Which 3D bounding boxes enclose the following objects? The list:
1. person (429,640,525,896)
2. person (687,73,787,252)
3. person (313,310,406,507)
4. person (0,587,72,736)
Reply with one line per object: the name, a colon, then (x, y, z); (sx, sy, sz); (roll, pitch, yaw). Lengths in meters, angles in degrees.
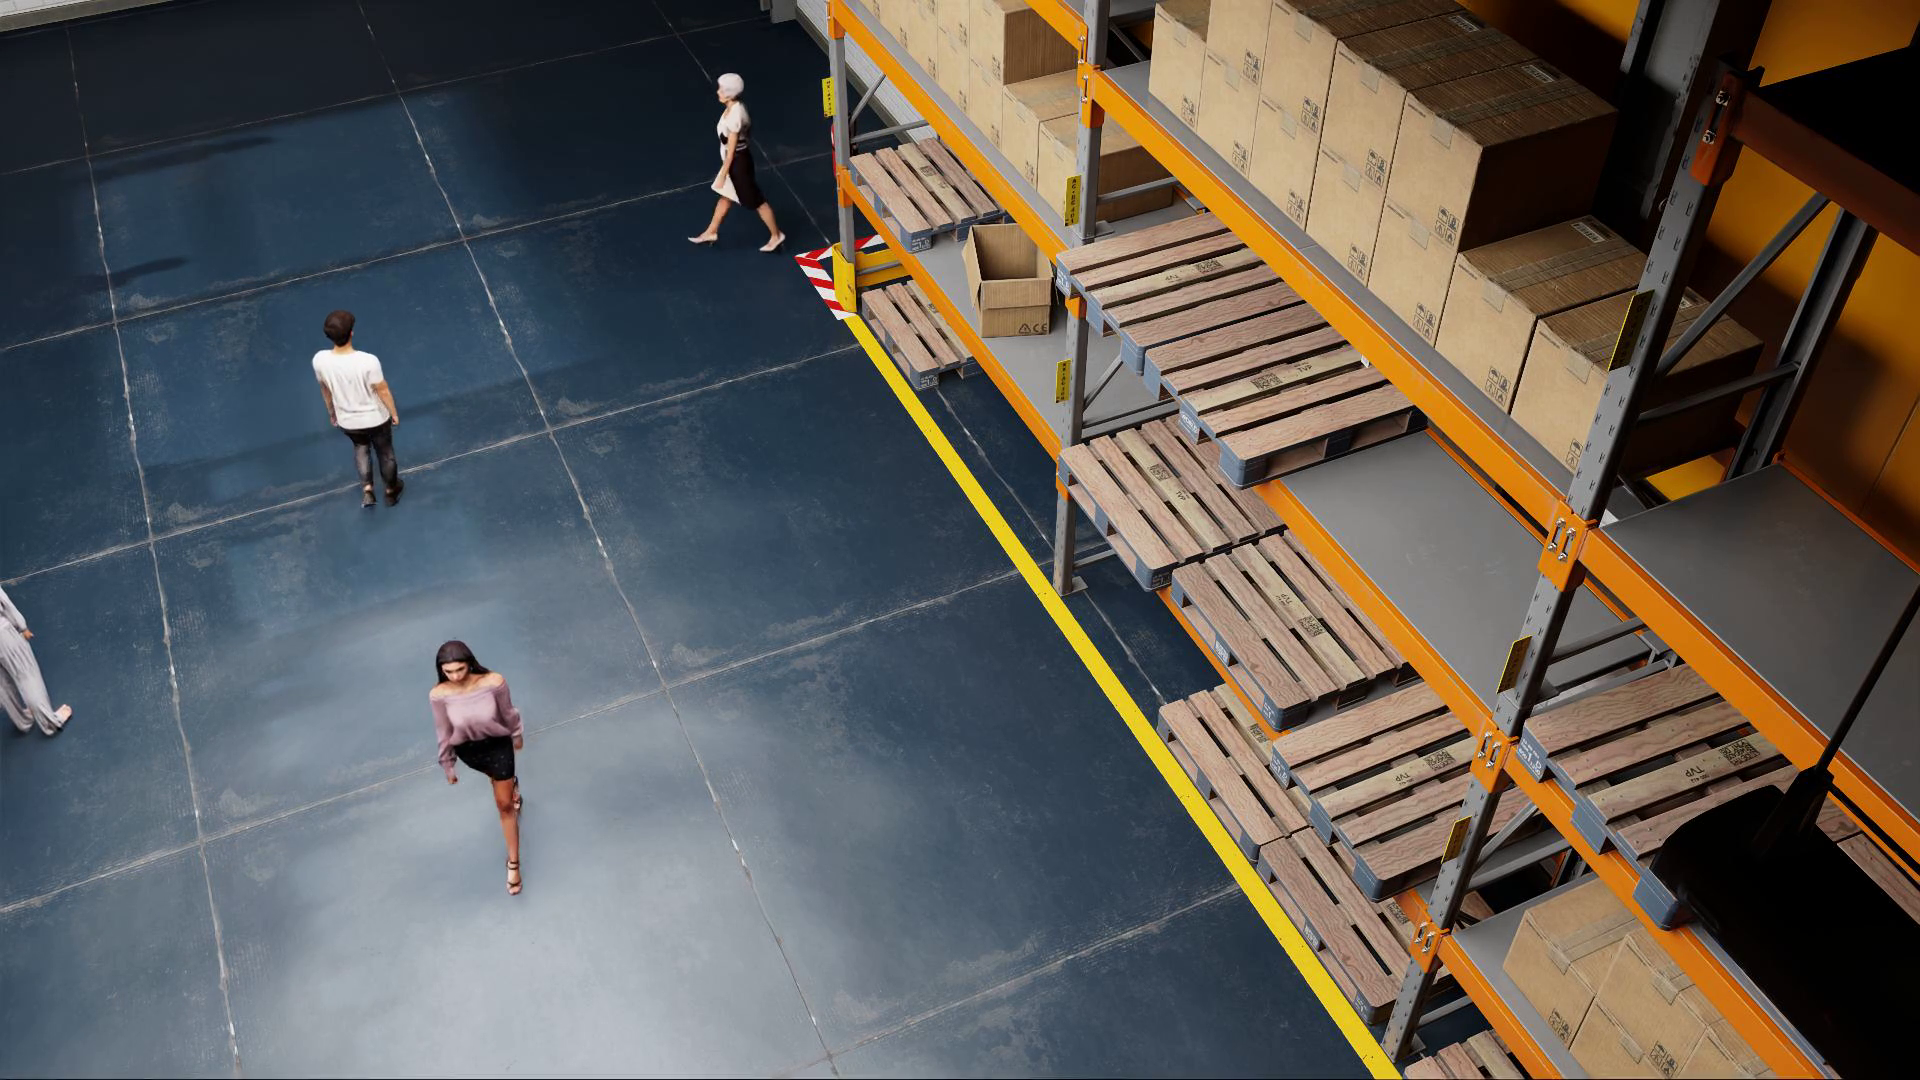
person: (-2.802, 1.176, 9.790); (0.803, 1.752, 1.161); (-9, 44, -9)
person: (-1.803, -3.207, 14.422); (0.862, 1.709, 1.101); (-8, 44, -8)
person: (-4.331, -0.870, 11.968); (0.789, 1.710, 0.856); (0, 44, 0)
person: (-6.085, 0.570, 10.412); (0.665, 1.771, 0.676); (2, 44, 3)
